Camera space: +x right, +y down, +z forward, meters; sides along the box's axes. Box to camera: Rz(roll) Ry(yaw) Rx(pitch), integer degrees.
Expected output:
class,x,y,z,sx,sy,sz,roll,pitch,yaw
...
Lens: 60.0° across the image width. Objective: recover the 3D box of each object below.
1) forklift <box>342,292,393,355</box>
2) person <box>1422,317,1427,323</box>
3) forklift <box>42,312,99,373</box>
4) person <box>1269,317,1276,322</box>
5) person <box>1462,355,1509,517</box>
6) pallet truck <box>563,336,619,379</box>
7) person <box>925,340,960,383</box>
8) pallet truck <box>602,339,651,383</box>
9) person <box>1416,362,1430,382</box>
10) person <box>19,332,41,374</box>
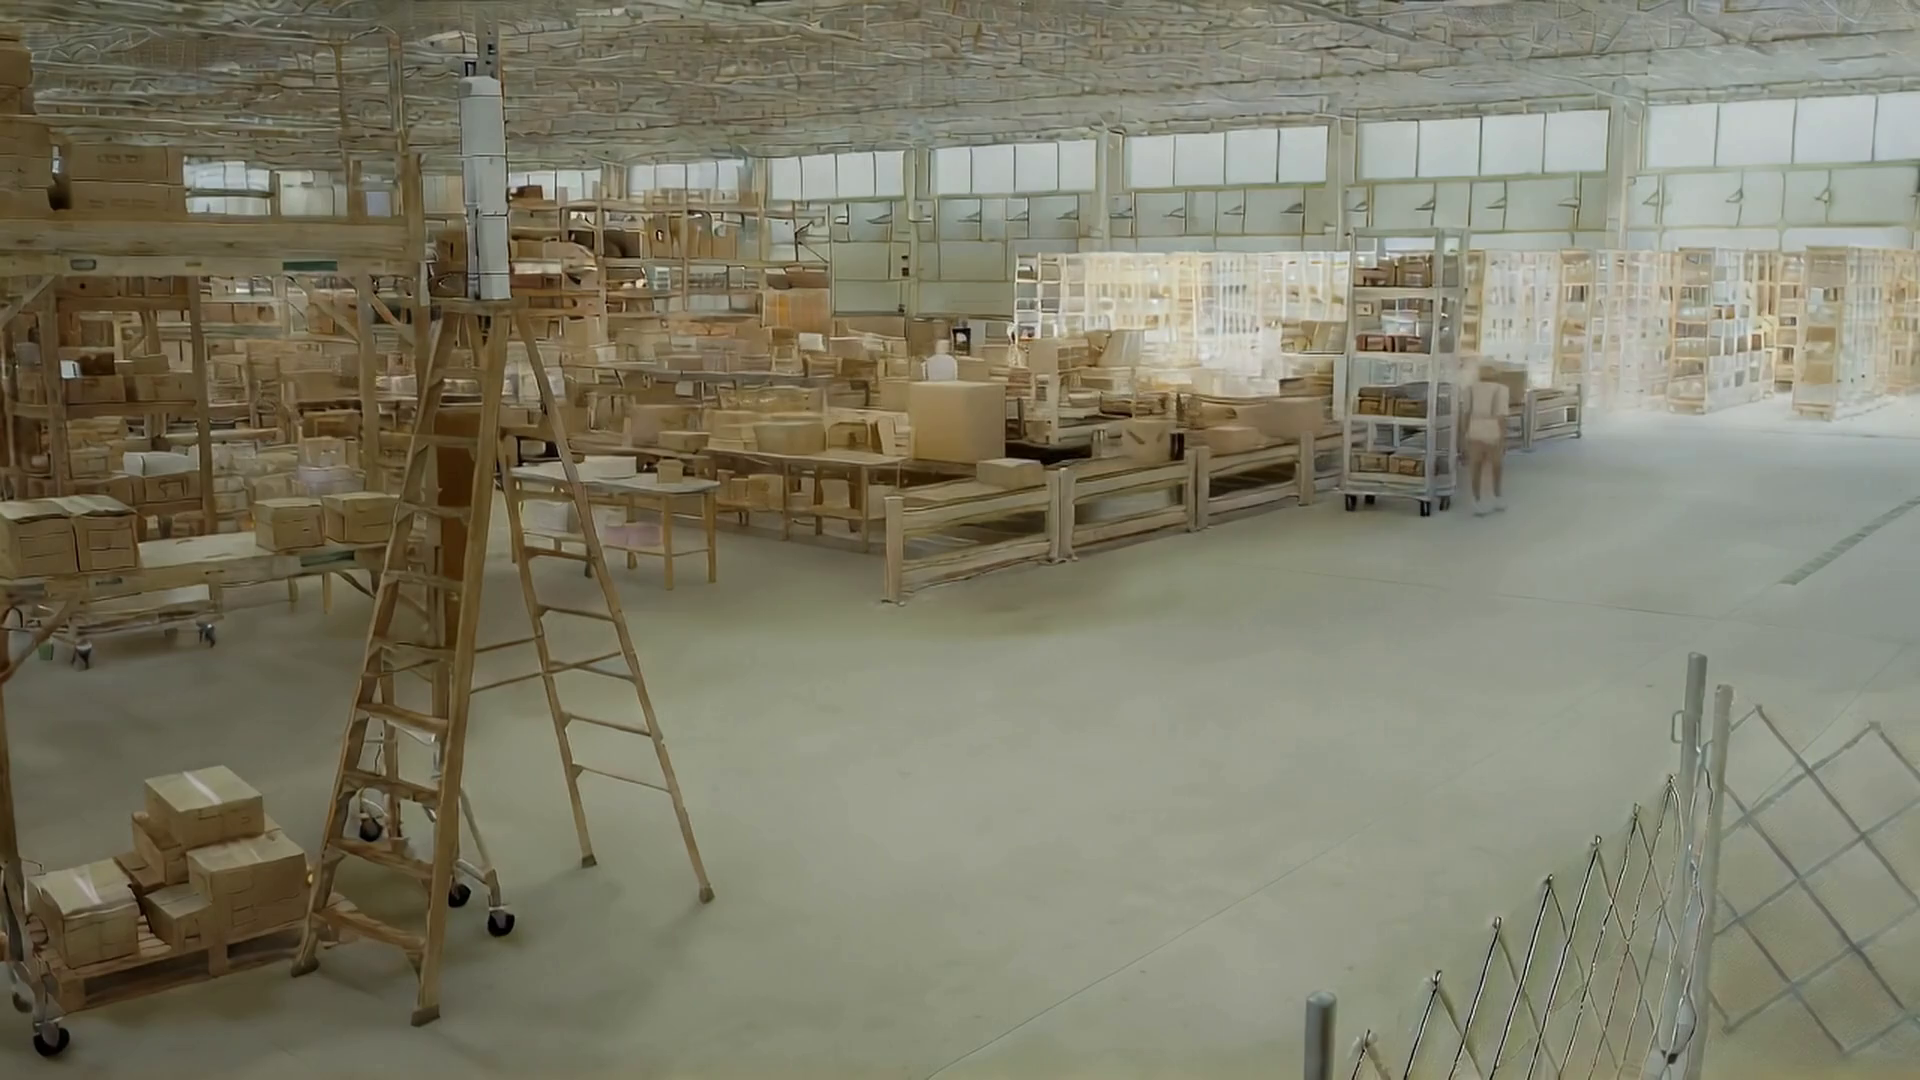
class,x,y,z,sx,sy,sz,roll,pitch,yaw
forklift,-16.485,-5.622,45.120,1.129,2.768,1.873,7,11,37
person,13.138,-5.395,46.966,0.590,1.833,0.404,1,9,5
forklift,-23.779,-5.451,44.052,1.873,2.768,1.129,7,11,36
person,9.248,-5.778,48.878,0.618,1.988,0.405,-4,10,-26
person,6.640,-1.309,20.915,0.642,2.005,0.846,7,12,38
pallet truck,-10.690,-5.294,48.215,1.601,1.201,0.680,-5,10,-26
person,-0.284,-2.507,28.760,0.642,1.897,0.399,4,10,26
pallet truck,-8.991,-4.871,45.351,0.653,1.274,1.630,7,11,37
person,9.865,-3.515,35.450,0.436,1.752,0.547,8,12,39
person,-22.309,-4.169,39.933,0.499,1.633,0.285,2,9,10
